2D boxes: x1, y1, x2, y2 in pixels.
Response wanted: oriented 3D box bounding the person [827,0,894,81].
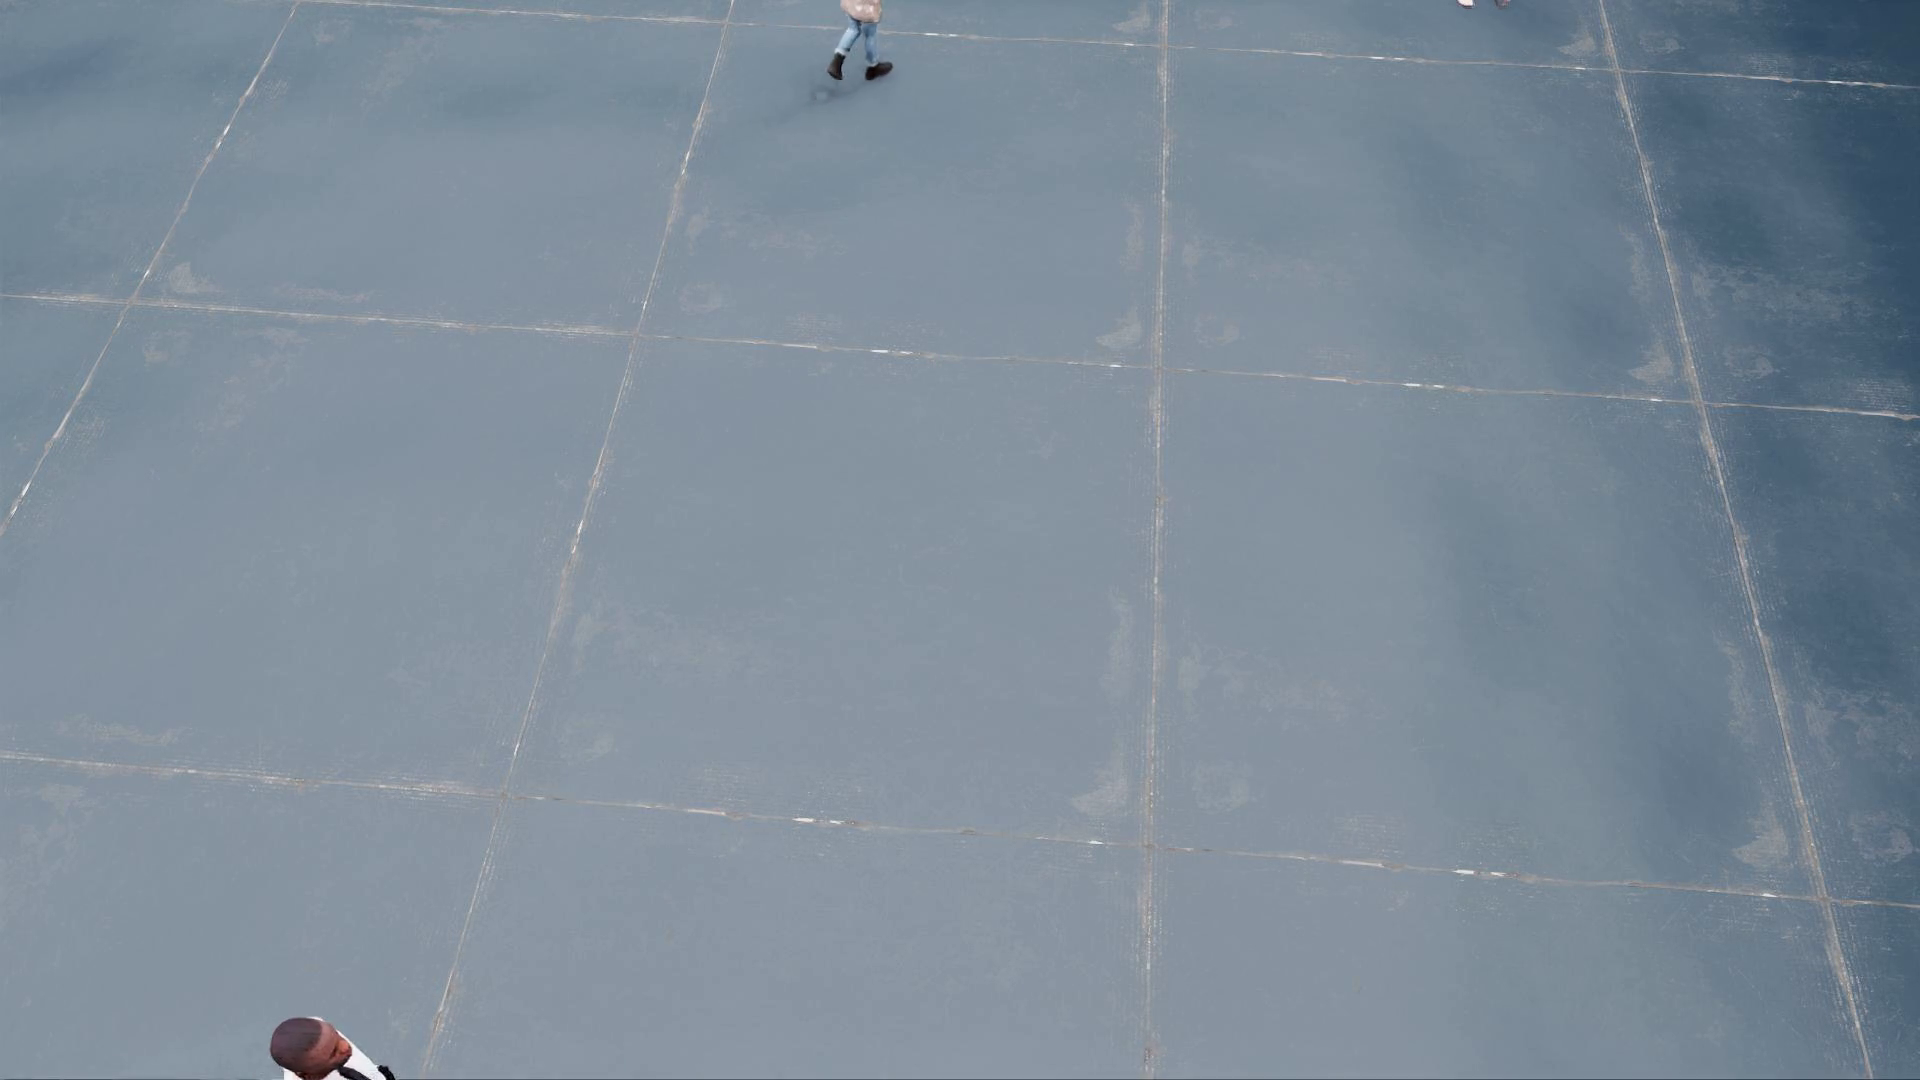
[{"bbox_3d":[-0.665,-3.390,10.509,0.780,1.187,0.727,-35,60,-24],"label":"person"}]
